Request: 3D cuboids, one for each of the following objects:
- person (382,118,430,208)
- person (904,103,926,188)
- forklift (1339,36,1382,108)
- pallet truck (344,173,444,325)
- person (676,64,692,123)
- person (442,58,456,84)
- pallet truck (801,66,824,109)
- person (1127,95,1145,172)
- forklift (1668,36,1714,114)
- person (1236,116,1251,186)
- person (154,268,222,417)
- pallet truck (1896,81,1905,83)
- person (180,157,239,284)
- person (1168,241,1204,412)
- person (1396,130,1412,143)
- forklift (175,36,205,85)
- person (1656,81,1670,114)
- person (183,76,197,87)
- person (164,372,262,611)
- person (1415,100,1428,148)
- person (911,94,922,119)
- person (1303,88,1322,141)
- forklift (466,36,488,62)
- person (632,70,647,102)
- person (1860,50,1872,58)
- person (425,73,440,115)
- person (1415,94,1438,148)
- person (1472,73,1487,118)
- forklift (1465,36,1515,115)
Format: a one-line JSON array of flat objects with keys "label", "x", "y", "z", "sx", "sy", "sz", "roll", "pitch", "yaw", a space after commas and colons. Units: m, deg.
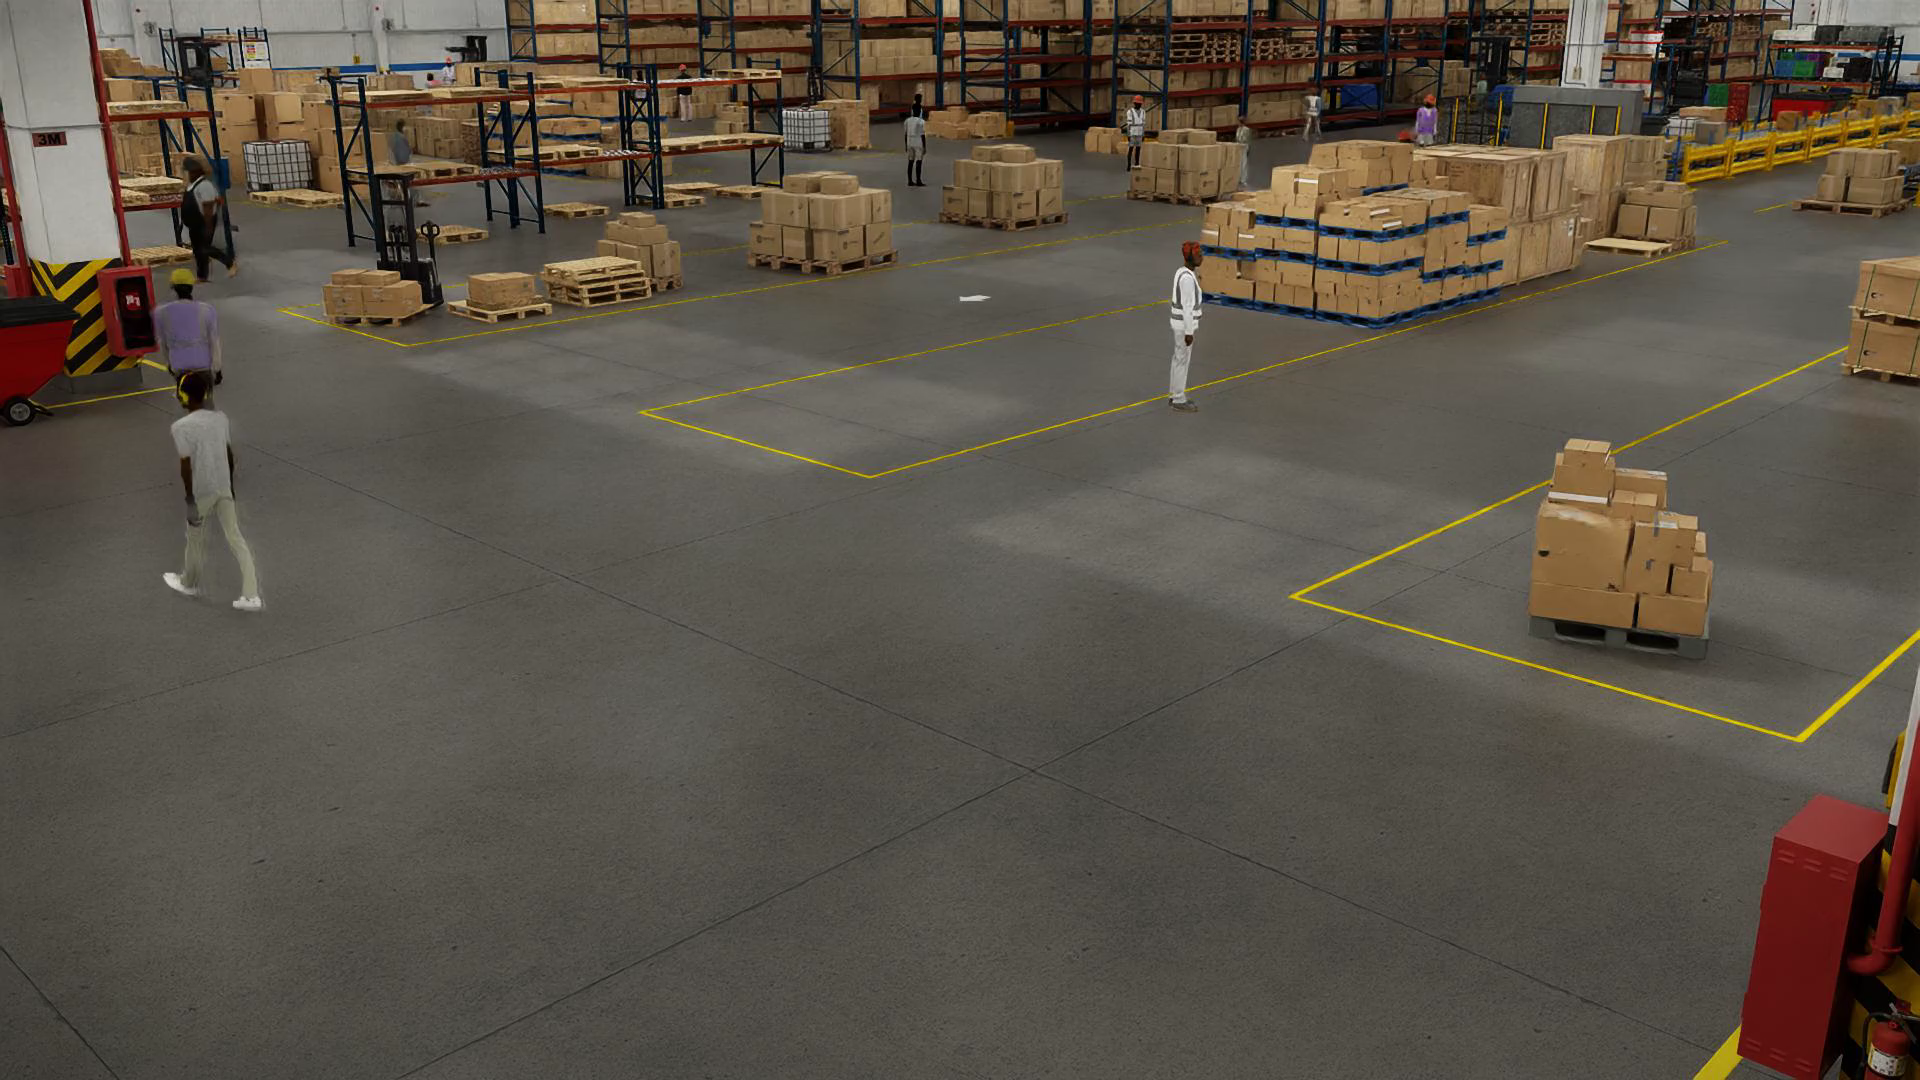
[{"label": "person", "x": -11.940, "y": -8.050, "z": 35.577, "sx": 0.928, "sy": 1.900, "sz": 0.640, "roll": -11, "pitch": 21, "yaw": -30}, {"label": "person", "x": -1.051, "y": -9.338, "z": 39.366, "sx": 0.608, "sy": 1.960, "sz": 0.373, "roll": 13, "pitch": 22, "yaw": 34}, {"label": "forklift", "x": 15.264, "y": -17.530, "z": 62.598, "sx": 1.129, "sy": 2.768, "sz": 1.873, "roll": 17, "pitch": 25, "yaw": 41}, {"label": "pallet truck", "x": -8.209, "y": -4.181, "z": 23.757, "sx": 0.823, "sy": 1.965, "sz": 1.885, "roll": 3, "pitch": 19, "yaw": 9}, {"label": "person", "x": -9.648, "y": -15.616, "z": 58.216, "sx": 0.612, "sy": 1.995, "sz": 0.376, "roll": -16, "pitch": 24, "yaw": -40}, {"label": "person", "x": -20.097, "y": -18.037, "z": 65.628, "sx": 0.581, "sy": 1.911, "sz": 0.738, "roll": -5, "pitch": 19, "yaw": -16}, {"label": "pallet truck", "x": -4.812, "y": -15.182, "z": 56.903, "sx": 0.823, "sy": 1.965, "sz": 1.885, "roll": -9, "pitch": 21, "yaw": -26}, {"label": "person", "x": 4.535, "y": -10.441, "z": 42.737, "sx": 0.540, "sy": 1.929, "sz": 0.388, "roll": -9, "pitch": 20, "yaw": -25}, {"label": "forklift", "x": 27.341, "y": -17.291, "z": 61.877, "sx": 1.129, "sy": 2.768, "sz": 1.873, "roll": 17, "pitch": 25, "yaw": 41}, {"label": "person", "x": 6.775, "y": -9.315, "z": 39.818, "sx": 0.358, "sy": 1.619, "sz": 0.775, "roll": -5, "pitch": 19, "yaw": -15}, {"label": "person", "x": -7.749, "y": -1.794, "z": 16.780, "sx": 0.580, "sy": 1.871, "sz": 1.021, "roll": -8, "pitch": 20, "yaw": -23}, {"label": "pallet truck", "x": 34.802, "y": -16.331, "z": 61.455, "sx": 0.653, "sy": 1.274, "sz": 1.630, "roll": 17, "pitch": 25, "yaw": 41}, {"label": "person", "x": -12.020, "y": -5.088, "z": 26.424, "sx": 0.687, "sy": 2.000, "sz": 0.673, "roll": 17, "pitch": 25, "yaw": 42}, {"label": "person", "x": 2.510, "y": -2.373, "z": 18.488, "sx": 0.338, "sy": 1.882, "sz": 0.582, "roll": 1, "pitch": 18, "yaw": 2}, {"label": "person", "x": 8.622, "y": -7.006, "z": 32.386, "sx": 0.402, "sy": 1.920, "sz": 0.576, "roll": -7, "pitch": 20, "yaw": -21}, {"label": "forklift", "x": -28.422, "y": -17.222, "z": 61.668, "sx": 1.873, "sy": 2.768, "sz": 1.129, "roll": 8, "pitch": 20, "yaw": 23}, {"label": "person", "x": 23.300, "y": -14.340, "z": 54.990, "sx": 0.527, "sy": 1.585, "sz": 0.839, "roll": -9, "pitch": 20, "yaw": -26}, {"label": "person", "x": -23.939, "y": -13.450, "z": 51.790, "sx": 0.652, "sy": 1.928, "sz": 0.434, "roll": -12, "pitch": 22, "yaw": -31}, {"label": "person", "x": -5.714, "y": -0.373, "z": 12.555, "sx": 0.990, "sy": 1.819, "sz": 0.554, "roll": 10, "pitch": 21, "yaw": 28}, {"label": "person", "x": 12.353, "y": -10.865, "z": 44.282, "sx": 0.533, "sy": 1.745, "sz": 0.645, "roll": -6, "pitch": 19, "yaw": -16}, {"label": "person", "x": -1.232, "y": -11.828, "z": 47.296, "sx": 0.334, "sy": 1.686, "sz": 0.532, "roll": 7, "pitch": 20, "yaw": 20}, {"label": "person", "x": 10.920, "y": -13.151, "z": 51.411, "sx": 0.852, "sy": 1.596, "sz": 0.530, "roll": -17, "pitch": 25, "yaw": -41}, {"label": "forklift", "x": -18.119, "y": -17.583, "z": 62.756, "sx": 1.129, "sy": 2.768, "sz": 1.873, "roll": 17, "pitch": 25, "yaw": 41}, {"label": "person", "x": -10.787, "y": -14.860, "z": 56.071, "sx": 0.592, "sy": 1.912, "sz": 0.383, "roll": -14, "pitch": 23, "yaw": -36}, {"label": "person", "x": 43.170, "y": -22.634, "z": 79.456, "sx": 0.634, "sy": 1.927, "sz": 0.436, "roll": -3, "pitch": 19, "yaw": -8}, {"label": "person", "x": -17.743, "y": -14.786, "z": 55.972, "sx": 0.455, "sy": 1.826, "sz": 0.649, "roll": 8, "pitch": 20, "yaw": 23}, {"label": "person", "x": 12.153, "y": -10.661, "z": 43.402, "sx": 0.568, "sy": 1.916, "sz": 0.475, "roll": 0, "pitch": 18, "yaw": -1}, {"label": "person", "x": 18.836, "y": -16.052, "z": 60.121, "sx": 0.512, "sy": 1.618, "sz": 0.639, "roll": -14, "pitch": 23, "yaw": -36}, {"label": "forklift", "x": 19.973, "y": -17.201, "z": 61.605, "sx": 1.873, "sy": 2.768, "sz": 1.129, "roll": 16, "pitch": 24, "yaw": 40}]
